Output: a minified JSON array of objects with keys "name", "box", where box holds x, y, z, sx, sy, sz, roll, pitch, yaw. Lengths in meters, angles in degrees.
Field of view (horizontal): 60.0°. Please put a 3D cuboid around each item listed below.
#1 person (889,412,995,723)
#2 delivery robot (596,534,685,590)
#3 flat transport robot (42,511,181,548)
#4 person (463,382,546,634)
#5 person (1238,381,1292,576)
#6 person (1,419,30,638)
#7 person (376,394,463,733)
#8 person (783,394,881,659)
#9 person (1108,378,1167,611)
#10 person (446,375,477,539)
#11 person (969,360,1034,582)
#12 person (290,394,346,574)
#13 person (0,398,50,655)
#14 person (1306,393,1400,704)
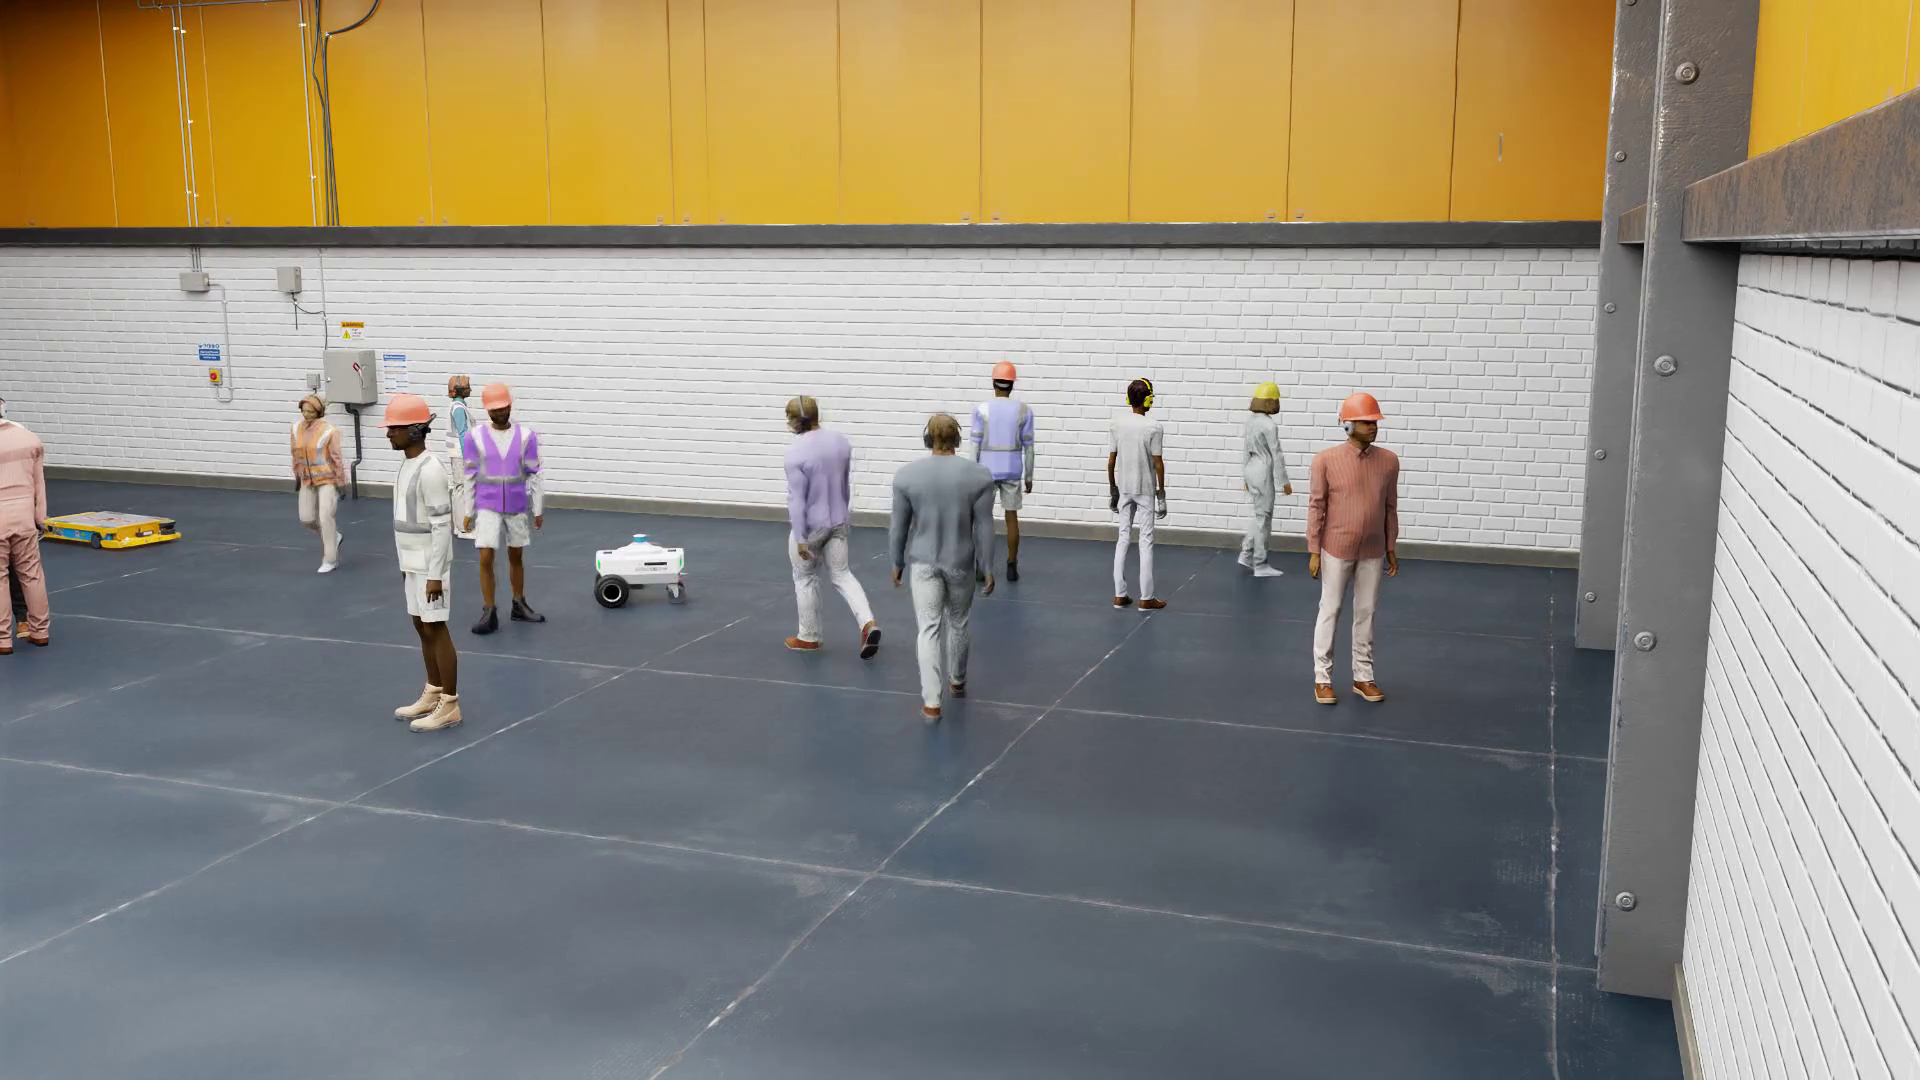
[{"name":"person","box":[-0.117,0.139,10.471,0.652,1.891,0.925,-1,10,-3]},{"name":"delivery robot","box":[-2.617,0.198,13.626,0.707,0.478,0.477,-2,10,-10]},{"name":"flat transport robot","box":[-8.459,-0.113,16.440,1.431,0.197,0.652,5,11,28]},{"name":"person","box":[-3.474,-0.253,12.648,0.596,1.907,0.541,-4,11,-22]},{"name":"person","box":[2.691,-0.532,14.678,0.346,1.737,0.505,-2,10,-13]},{"name":"person","box":[-7.170,-0.227,12.278,0.607,1.987,0.415,-7,12,-34]},{"name":"person","box":[-3.268,0.138,10.034,0.390,2.041,0.614,-6,12,-33]},{"name":"person","box":[-0.935,-0.081,11.697,0.852,1.899,0.657,10,14,44]},{"name":"person","box":[1.433,-0.365,13.359,0.532,1.871,0.321,7,12,34]},{"name":"person","box":[-4.963,-0.825,16.593,0.307,1.641,0.514,-4,11,-23]},{"name":"person","box":[0.349,-0.591,14.459,0.578,1.933,0.384,-1,10,-3]},{"name":"person","box":[-5.710,-0.517,14.917,0.534,1.611,0.516,3,11,18]},{"name":"person","box":[-6.897,-0.130,11.944,0.399,1.903,0.643,6,12,30]},{"name":"person","box":[2.518,0.054,10.638,0.622,1.995,0.378,-2,10,-11]}]
